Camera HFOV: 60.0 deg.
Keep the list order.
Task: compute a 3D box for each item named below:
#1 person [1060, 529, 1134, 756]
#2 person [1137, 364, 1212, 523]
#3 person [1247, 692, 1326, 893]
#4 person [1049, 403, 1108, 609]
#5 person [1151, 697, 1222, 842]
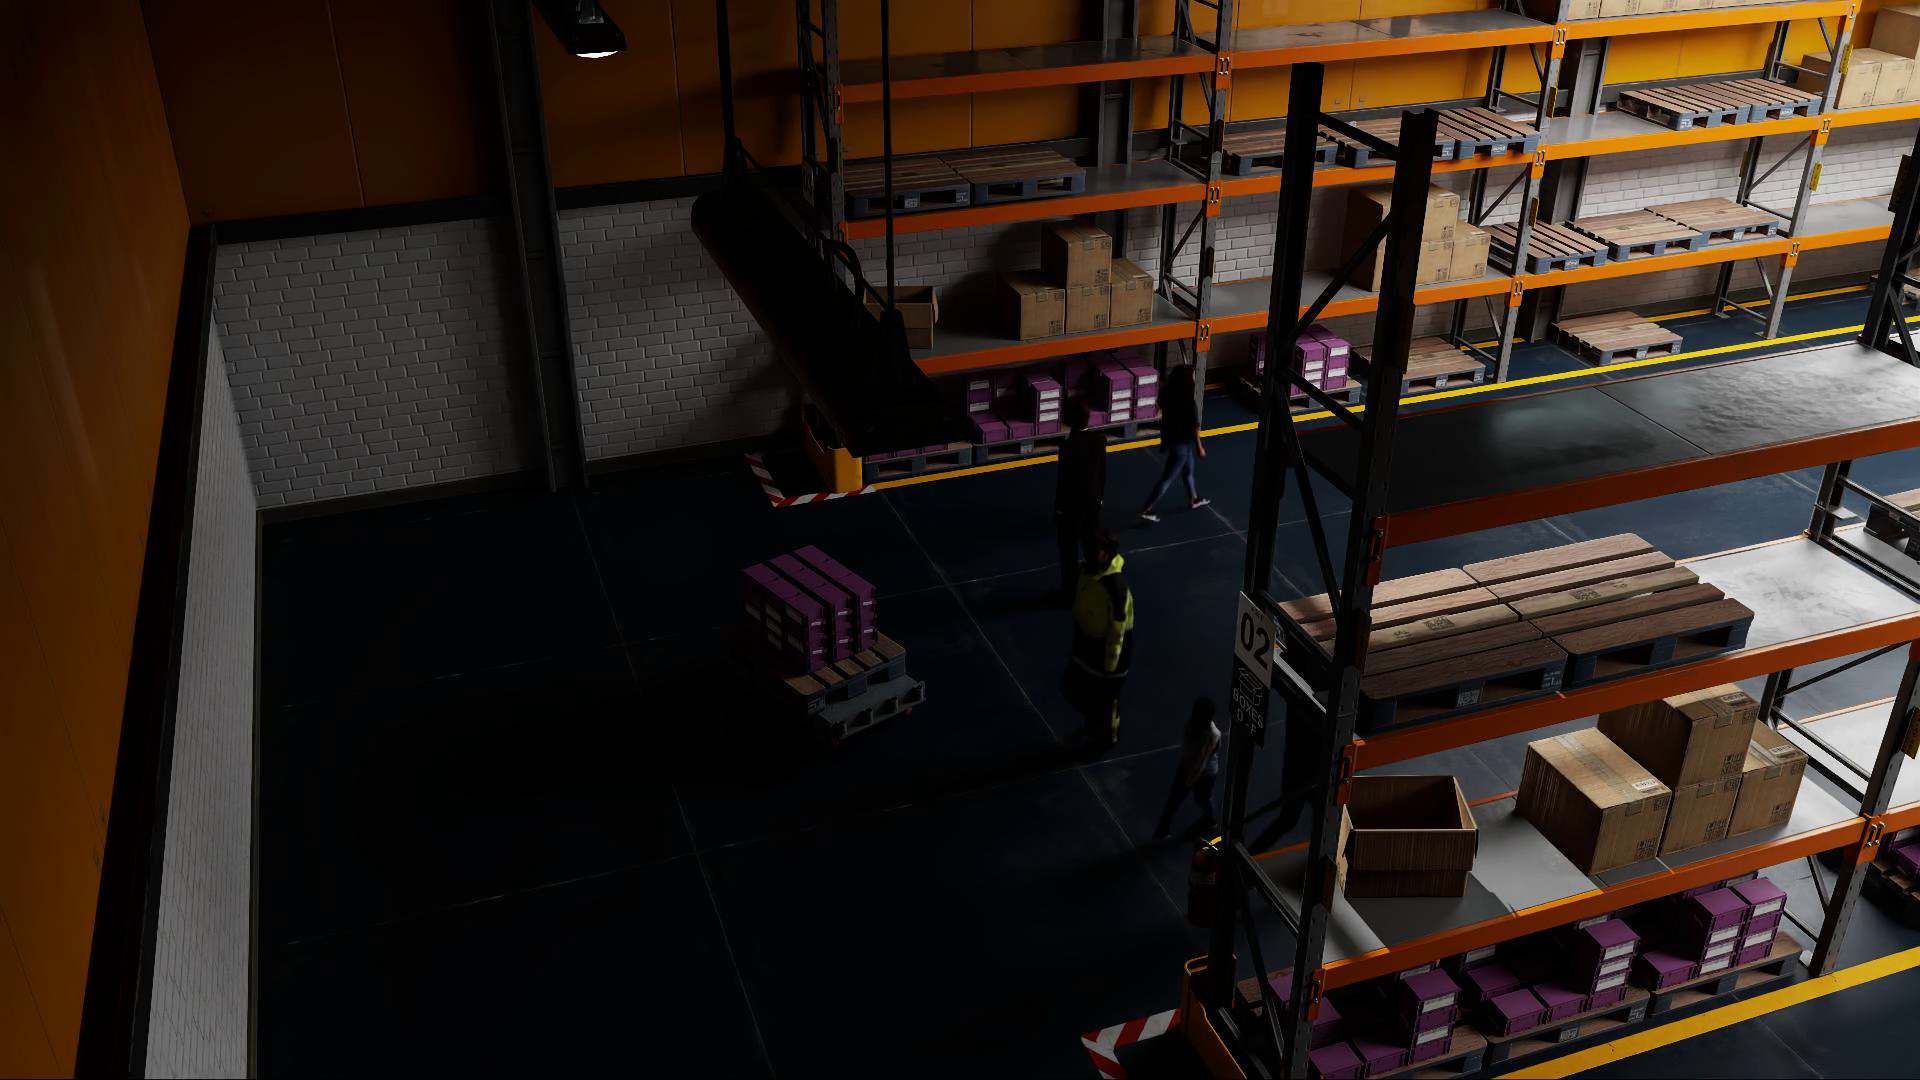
[{"bbox_3d":[1.152,0.760,12.698,0.743,1.966,0.824,-14,31,-23],"label":"person"},{"bbox_3d":[2.056,-0.900,16.147,1.134,1.579,0.679,-14,31,-23],"label":"person"},{"bbox_3d":[2.257,1.662,11.236,1.201,1.783,0.810,-15,32,-25],"label":"person"},{"bbox_3d":[1.067,-0.326,14.757,0.621,1.902,0.791,-18,33,-29],"label":"person"},{"bbox_3d":[1.750,1.623,11.892,0.855,1.224,0.638,-16,32,-27],"label":"person"}]
